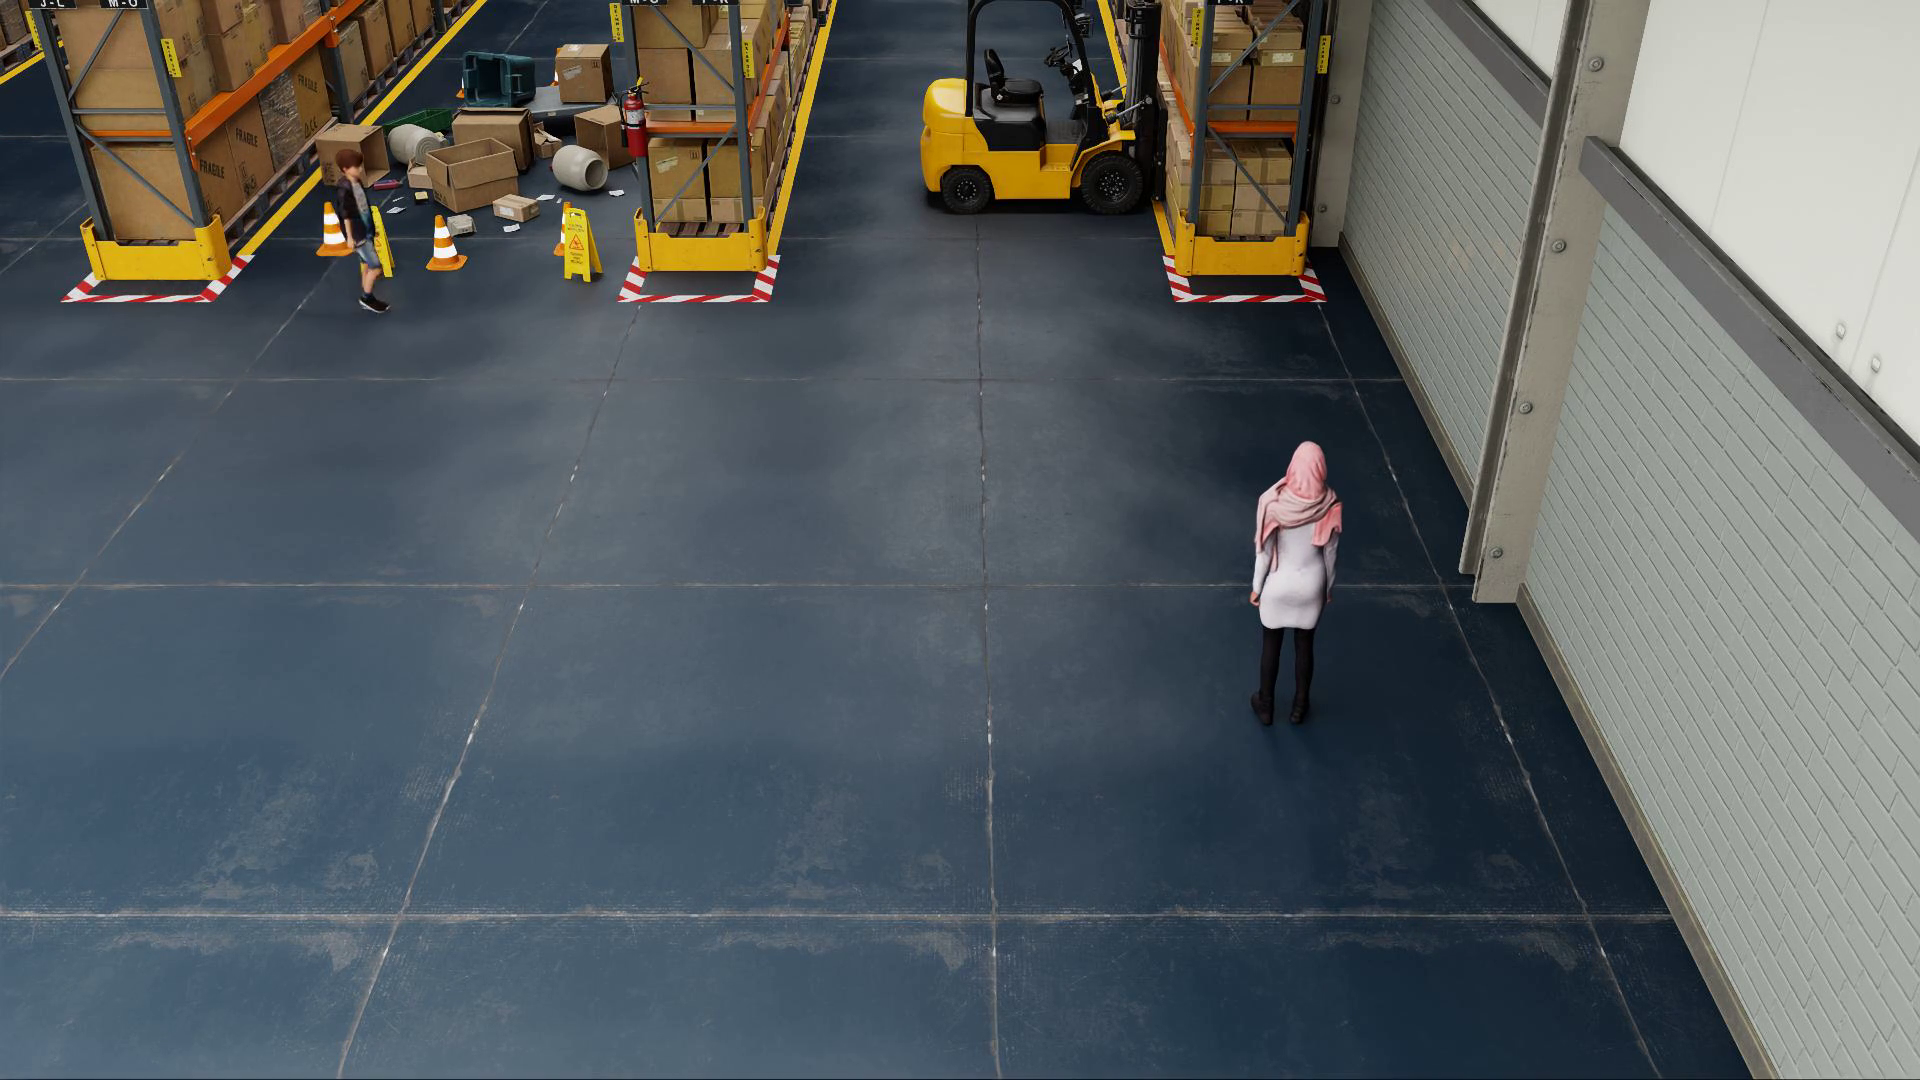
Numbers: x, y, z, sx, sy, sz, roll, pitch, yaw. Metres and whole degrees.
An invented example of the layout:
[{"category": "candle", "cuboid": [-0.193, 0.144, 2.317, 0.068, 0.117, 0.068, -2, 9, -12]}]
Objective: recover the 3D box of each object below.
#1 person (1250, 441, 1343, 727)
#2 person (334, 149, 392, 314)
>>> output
[{"category": "person", "cuboid": [1.865, 0.256, 9.309, 0.628, 1.803, 0.580, 1, 32, 2]}, {"category": "person", "cuboid": [-5.182, -2.632, 14.227, 0.617, 1.440, 0.485, 1, 32, 2]}]
